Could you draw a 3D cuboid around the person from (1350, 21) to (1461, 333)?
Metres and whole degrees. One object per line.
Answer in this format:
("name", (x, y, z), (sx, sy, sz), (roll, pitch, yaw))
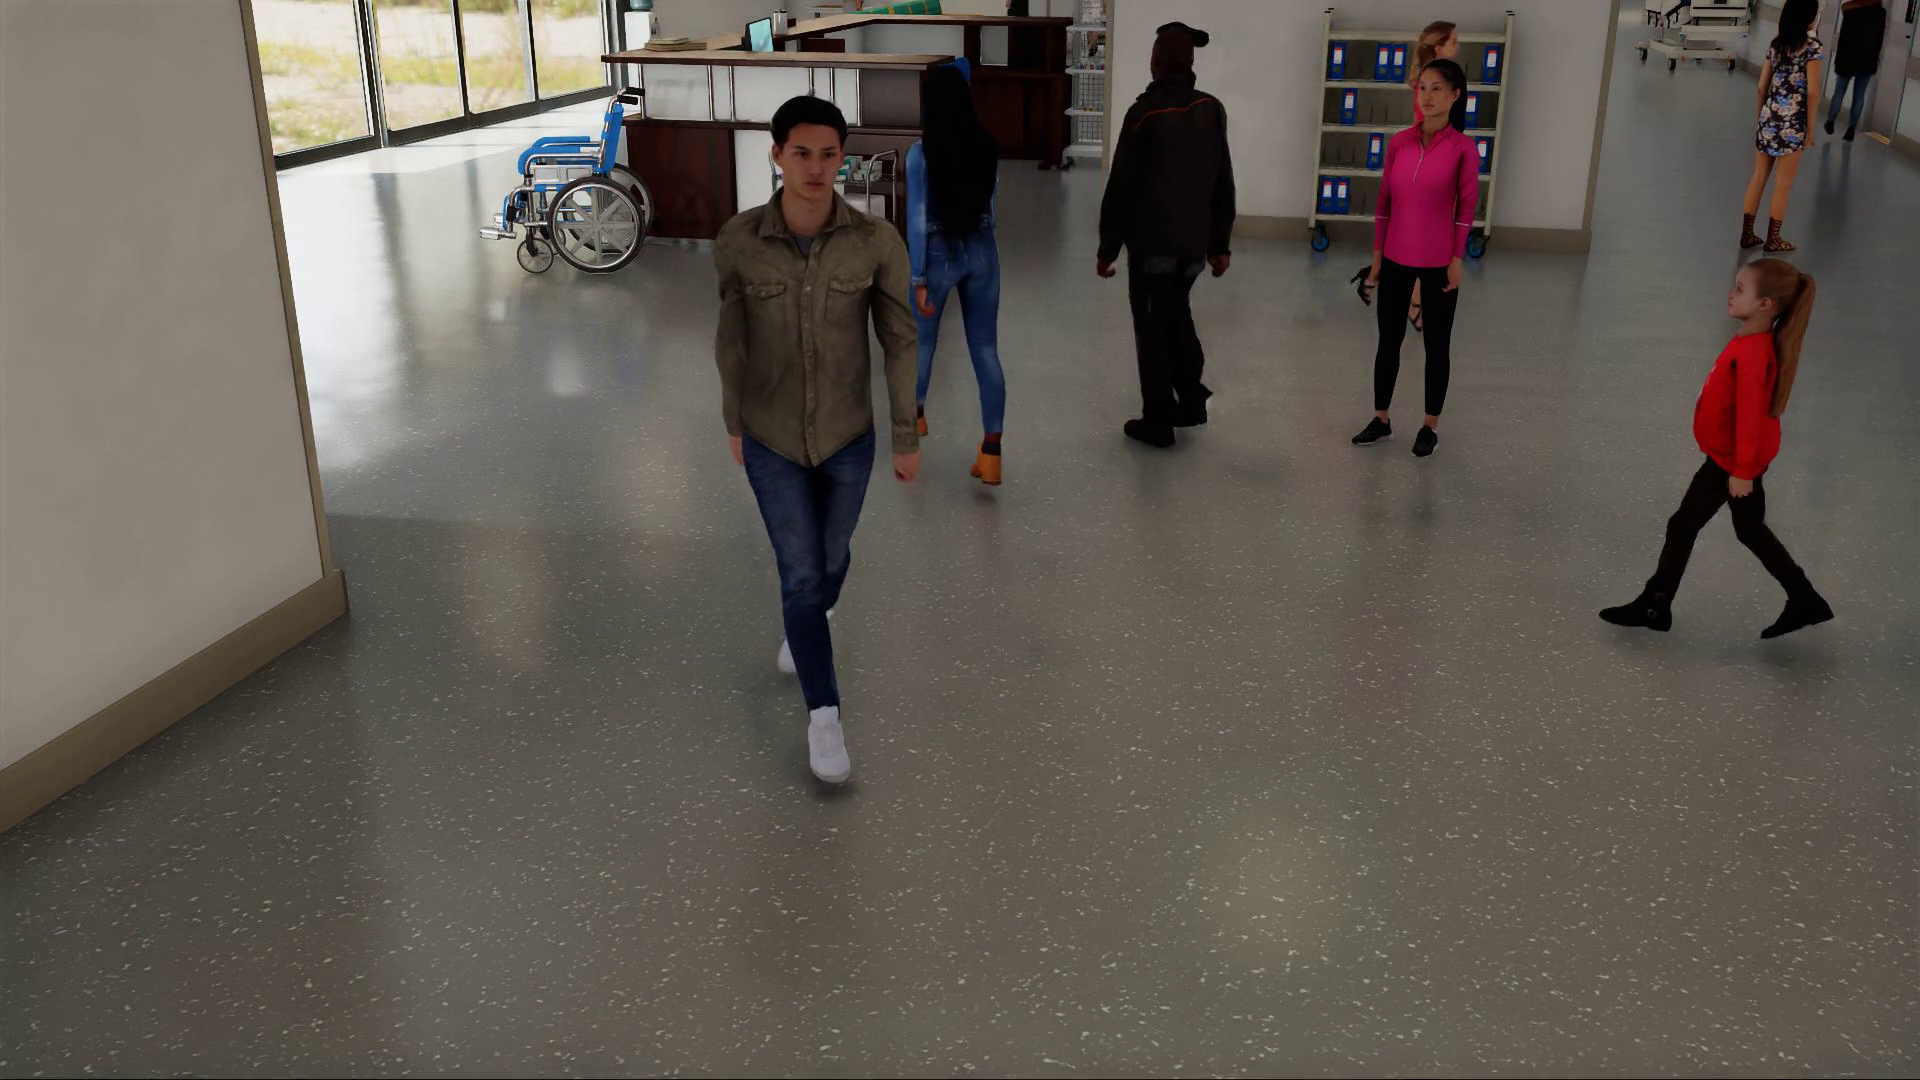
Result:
("person", (2.536, -2.020, 9.345), (0.801, 1.714, 0.595), (4, 21, 10))

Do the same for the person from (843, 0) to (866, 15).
("person", (-1.564, -7.646, 24.038), (0.728, 1.827, 0.665), (-12, 24, -29))

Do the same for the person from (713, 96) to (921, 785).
("person", (-0.435, -0.315, 4.715), (1.269, 1.804, 1.098), (-3, 21, -7))

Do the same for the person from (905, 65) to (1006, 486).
("person", (0.031, -1.028, 6.803), (1.203, 1.658, 1.176), (-8, 22, -21))

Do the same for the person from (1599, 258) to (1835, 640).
("person", (2.542, -0.250, 5.319), (0.960, 1.255, 0.644), (11, 23, 27))

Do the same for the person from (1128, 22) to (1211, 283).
("person", (1.386, -2.433, 10.561), (0.971, 1.623, 0.761), (-2, 21, -6))

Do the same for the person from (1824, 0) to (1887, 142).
("person", (9.270, -4.914, 17.145), (0.917, 1.600, 0.695), (6, 22, 16))

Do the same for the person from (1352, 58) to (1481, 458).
("person", (2.011, -1.219, 7.249), (0.617, 1.699, 0.720), (14, 25, 33))

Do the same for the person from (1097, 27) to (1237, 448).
("person", (0.958, -1.280, 7.252), (0.843, 1.811, 0.913), (-11, 23, -27))

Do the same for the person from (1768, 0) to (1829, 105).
("person", (10.255, -6.201, 20.395), (1.139, 1.705, 1.097), (-3, 21, -9))

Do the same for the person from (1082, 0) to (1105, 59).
("person", (2.186, -8.646, 27.080), (0.643, 1.541, 0.727), (14, 25, 33))

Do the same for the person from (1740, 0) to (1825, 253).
("person", (5.778, -2.917, 11.685), (0.710, 1.733, 0.661), (-11, 23, -26))
